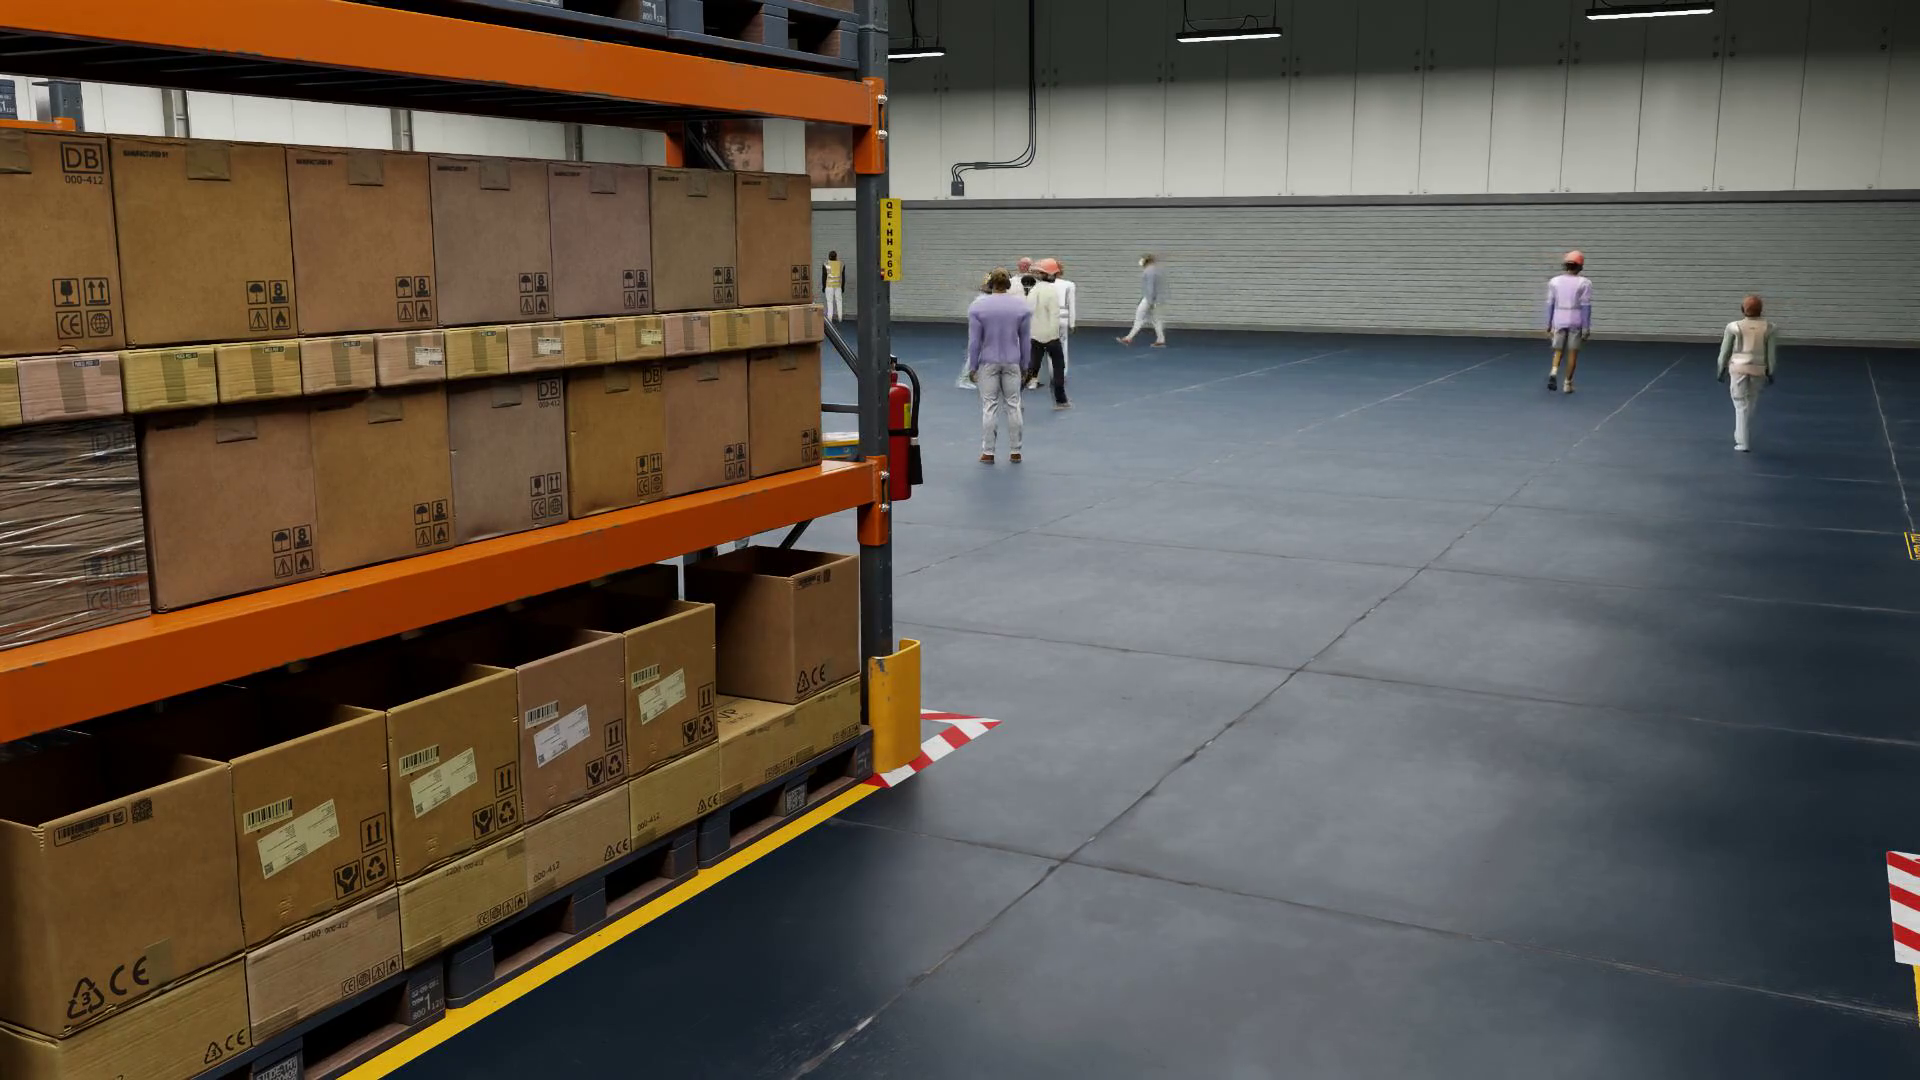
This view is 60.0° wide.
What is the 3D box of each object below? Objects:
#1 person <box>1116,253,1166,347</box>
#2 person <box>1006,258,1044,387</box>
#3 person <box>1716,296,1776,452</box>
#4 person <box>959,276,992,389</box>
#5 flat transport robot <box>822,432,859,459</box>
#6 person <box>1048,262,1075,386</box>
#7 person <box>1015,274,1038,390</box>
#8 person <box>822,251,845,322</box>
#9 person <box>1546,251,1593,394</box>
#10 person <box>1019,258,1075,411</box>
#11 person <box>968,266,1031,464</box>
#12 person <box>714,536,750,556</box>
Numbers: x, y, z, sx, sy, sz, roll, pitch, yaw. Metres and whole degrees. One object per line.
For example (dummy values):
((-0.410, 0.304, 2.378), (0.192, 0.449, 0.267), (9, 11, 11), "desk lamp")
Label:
((3.664, -4.794, 33.304), (1.042, 1.882, 0.643), (1, 10, 7), "person")
((0.969, -3.213, 24.629), (0.636, 1.911, 0.406), (4, 11, 22), "person")
((8.218, -1.752, 17.463), (0.541, 1.599, 0.807), (1, 10, 6), "person")
((0.399, -3.011, 24.149), (0.939, 1.677, 0.503), (3, 11, 17), "person")
((-1.304, -0.940, 16.698), (1.431, 0.197, 0.652), (-7, 12, -32), "flat transport robot")
((1.417, -3.249, 24.988), (0.576, 1.844, 0.894), (-1, 10, -5), "person")
((1.021, -3.039, 24.290), (0.548, 1.675, 0.458), (3, 11, 15), "person")
((-3.295, -6.592, 43.233), (0.631, 1.842, 0.428), (-4, 11, -23), "person")
((8.590, -3.063, 23.484), (0.625, 2.023, 0.528), (8, 13, 38), "person")
((1.032, -2.620, 21.264), (0.963, 1.962, 0.624), (-7, 13, -35), "person")
((0.386, -1.711, 16.352), (0.629, 1.939, 0.371), (-2, 11, -9), "person")
((-1.627, -0.642, 11.352), (0.507, 1.632, 0.268), (3, 11, 18), "person")
